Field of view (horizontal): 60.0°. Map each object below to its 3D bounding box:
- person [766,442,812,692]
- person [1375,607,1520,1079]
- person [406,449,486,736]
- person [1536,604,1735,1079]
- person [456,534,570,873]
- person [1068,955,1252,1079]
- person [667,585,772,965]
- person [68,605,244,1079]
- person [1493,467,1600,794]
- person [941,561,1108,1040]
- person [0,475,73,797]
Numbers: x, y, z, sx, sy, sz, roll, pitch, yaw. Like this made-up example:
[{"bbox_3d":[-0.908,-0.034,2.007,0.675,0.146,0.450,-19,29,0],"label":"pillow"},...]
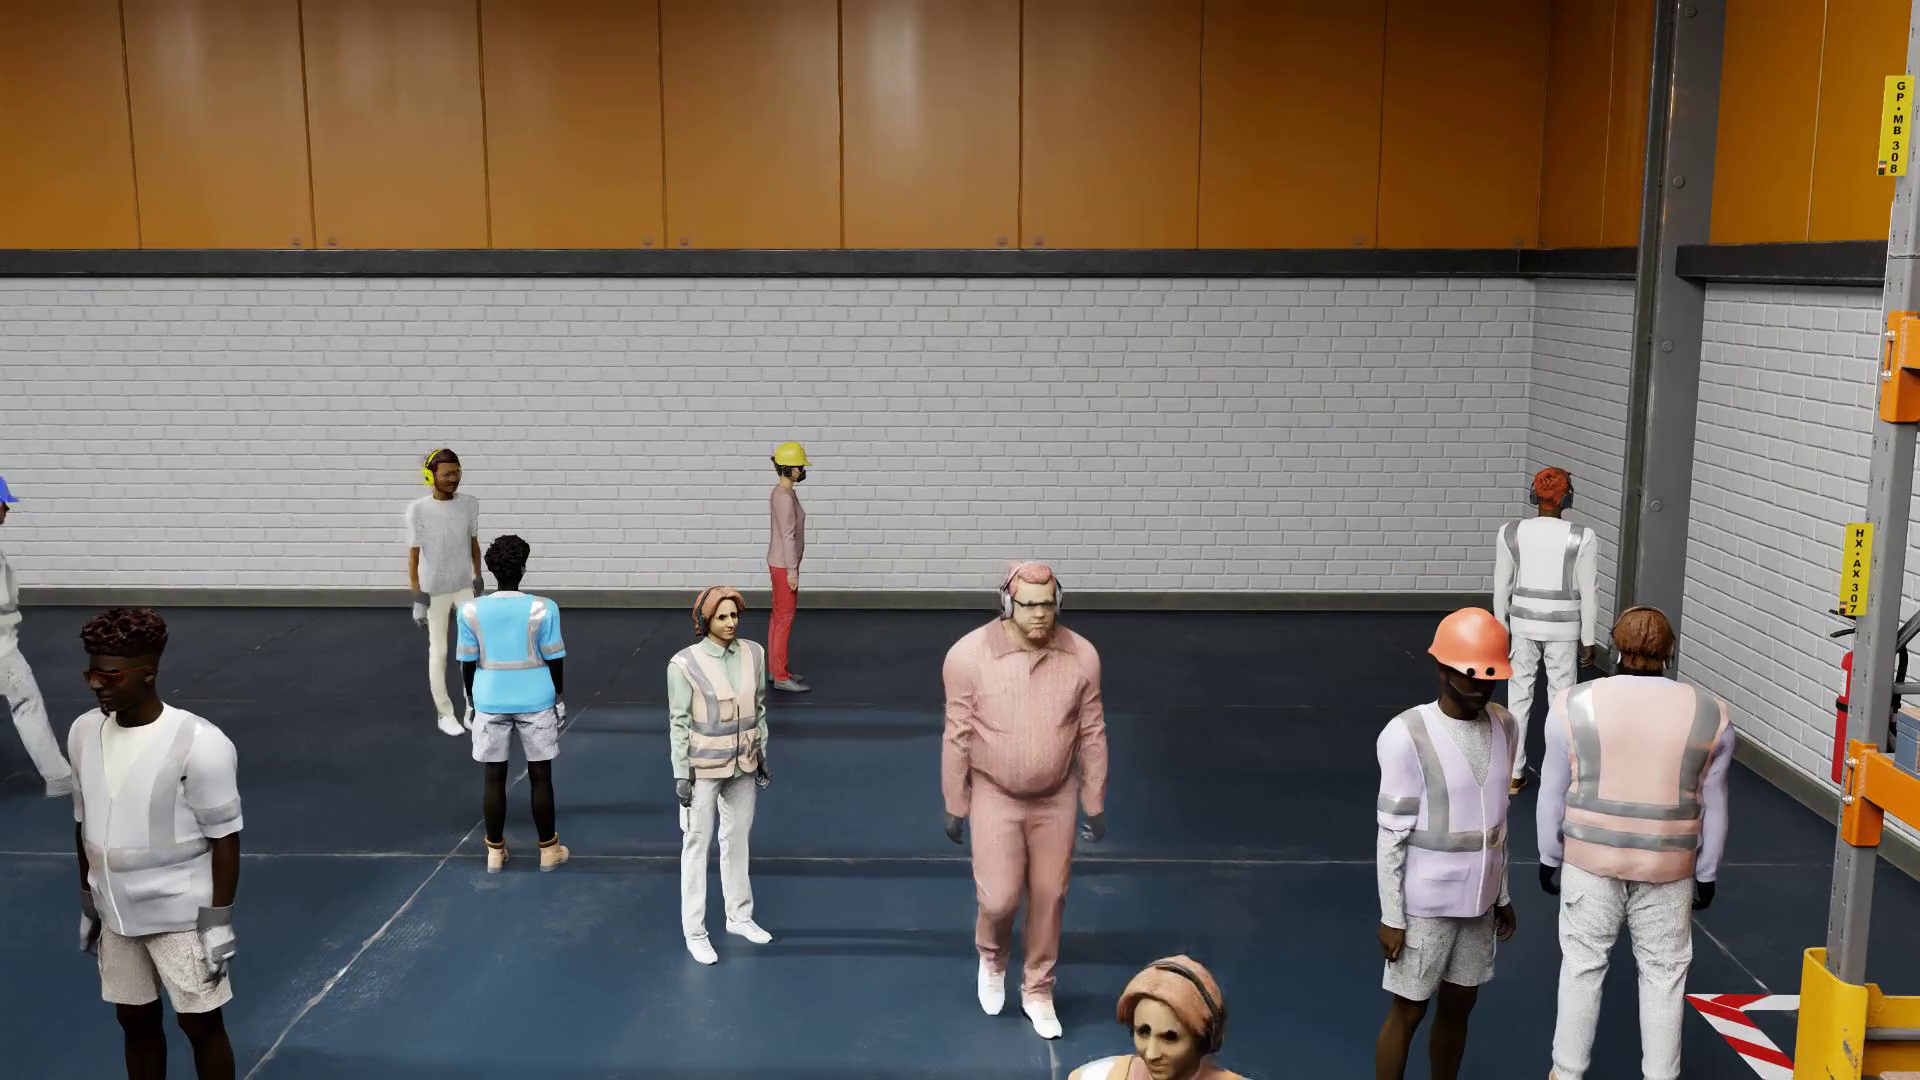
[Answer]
[{"bbox_3d":[-1.205,0.184,11.790,0.328,1.767,0.530,-2,10,-11],"label":"person"},{"bbox_3d":[1.609,1.163,5.425,0.551,1.932,0.376,-5,11,-26],"label":"person"},{"bbox_3d":[-3.185,0.351,10.517,0.554,1.852,0.643,-8,13,-41],"label":"person"},{"bbox_3d":[2.368,1.136,5.903,0.628,1.836,0.429,3,10,17],"label":"person"},{"bbox_3d":[-2.202,0.815,8.230,0.532,1.693,0.319,0,9,-1],"label":"person"},{"bbox_3d":[0.459,1.633,3.621,0.520,1.597,0.862,4,10,23],"label":"person"},{"bbox_3d":[-1.045,1.003,7.262,0.309,1.641,0.515,9,13,43],"label":"person"},{"bbox_3d":[-2.565,1.167,5.305,0.608,1.966,0.372,3,10,17],"label":"person"},{"bbox_3d":[3.301,0.527,9.385,0.573,1.883,0.354,6,11,33],"label":"person"},{"bbox_3d":[0.265,1.008,6.463,0.663,1.890,0.420,-2,10,-14],"label":"person"},{"bbox_3d":[-5.386,0.561,9.153,0.616,1.906,0.990,8,12,40],"label":"person"}]
